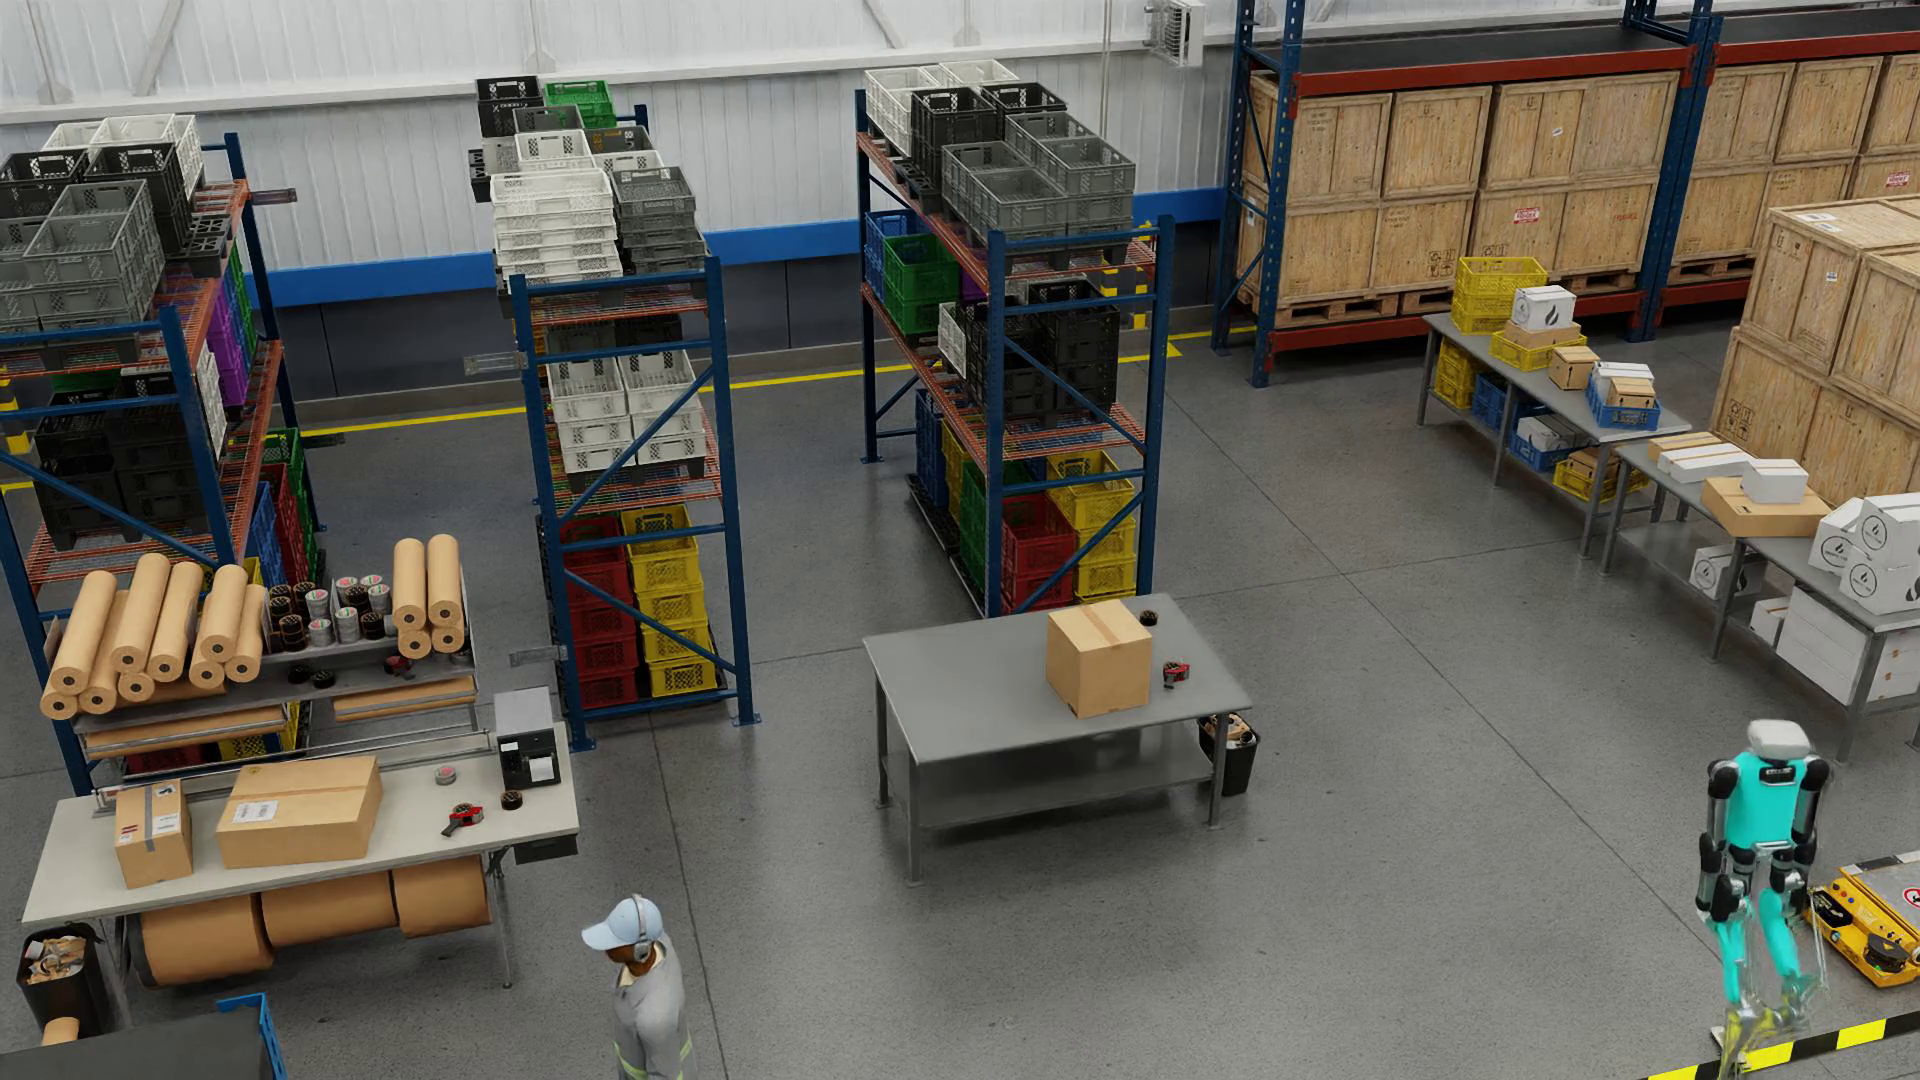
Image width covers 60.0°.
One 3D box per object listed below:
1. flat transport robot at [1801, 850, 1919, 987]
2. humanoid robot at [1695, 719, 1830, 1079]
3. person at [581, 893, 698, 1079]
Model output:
[{"bbox_3d":[5.163,1.916,8.676,1.431,0.231,0.659,-8,30,-14],"label":"flat transport robot"},{"bbox_3d":[3.647,1.766,7.539,0.544,1.881,0.761,-3,29,-5],"label":"humanoid robot"},{"bbox_3d":[-1.231,2.145,6.614,0.371,1.852,0.588,-8,30,-14],"label":"person"}]
